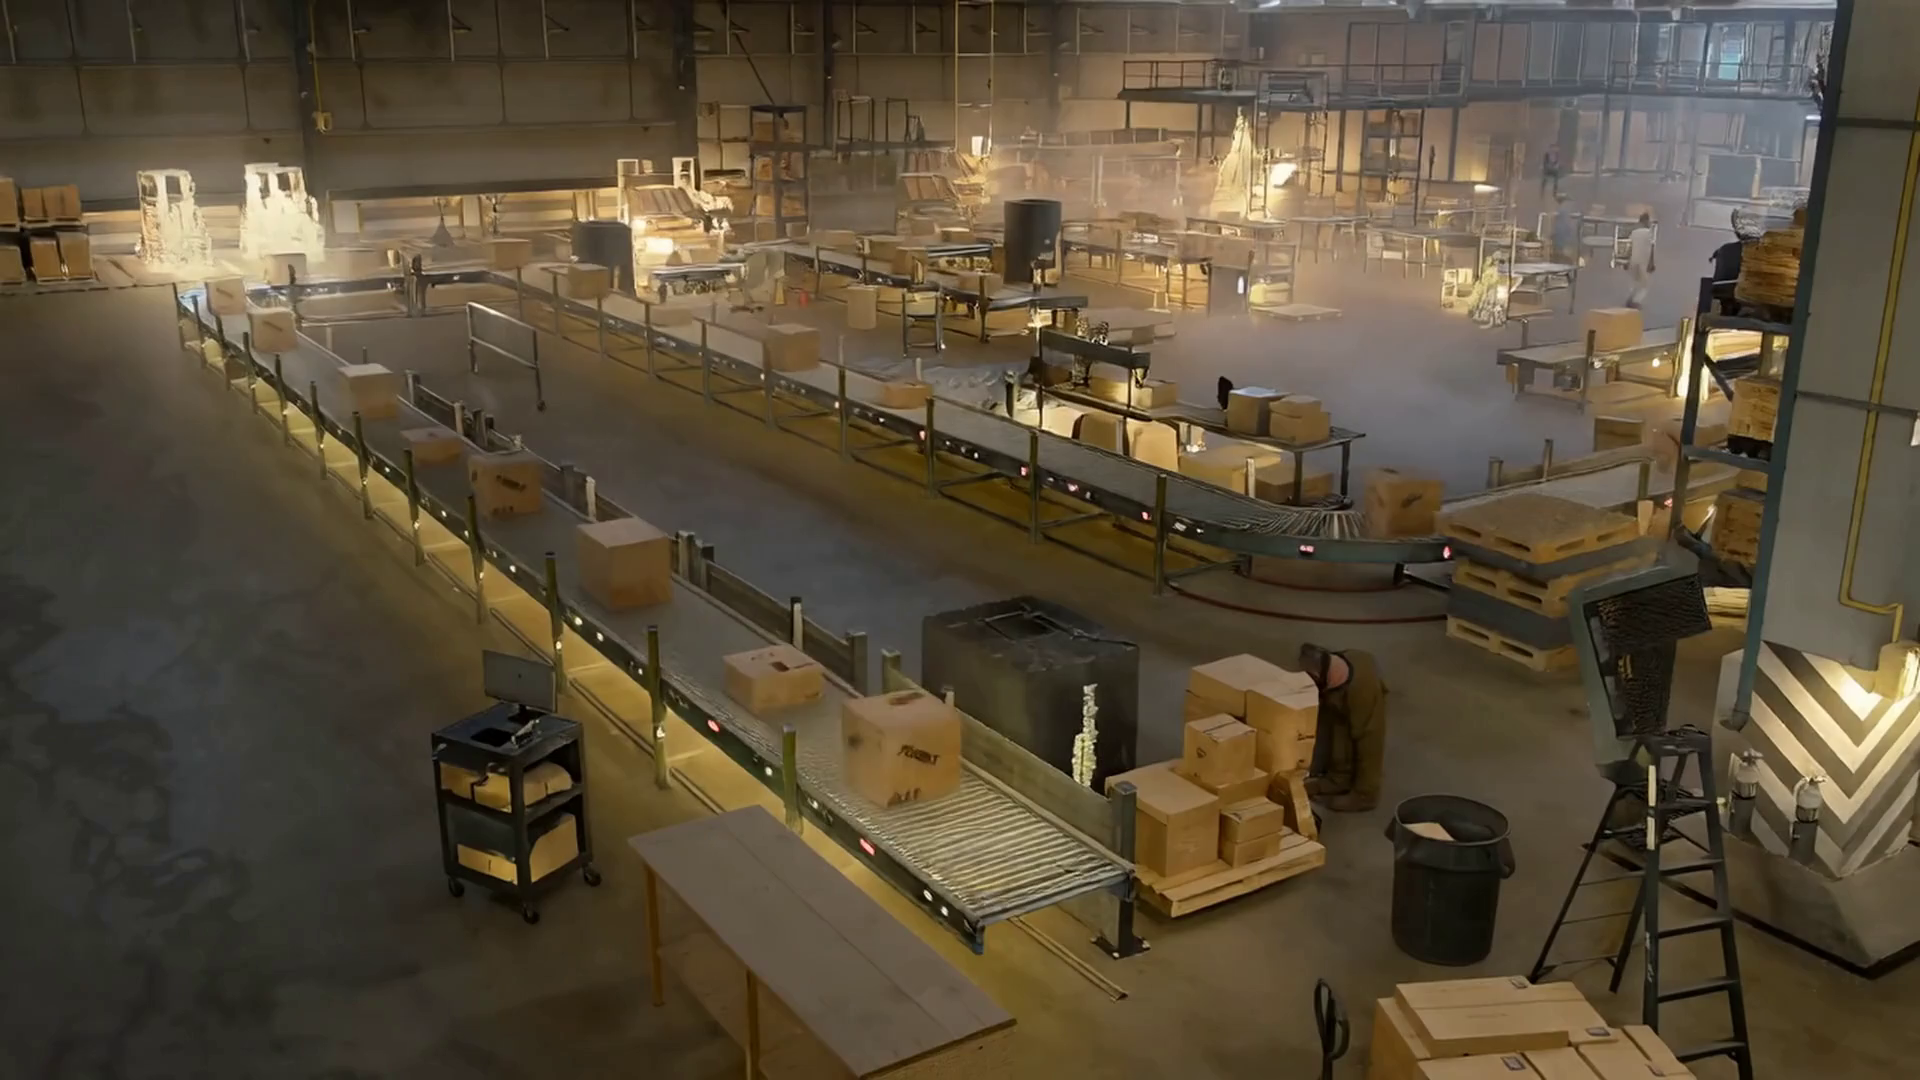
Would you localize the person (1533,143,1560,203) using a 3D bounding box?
[{"bbox_3d":[18.563,-11.564,52.452,0.609,1.839,0.943,-5,18,-17],"label":"person"}]

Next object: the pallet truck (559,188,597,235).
[{"bbox_3d":[-10.010,-8.652,43.699,0.653,1.274,1.630,-10,20,-31],"label":"pallet truck"}]

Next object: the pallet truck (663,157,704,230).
[{"bbox_3d":[-7.586,-9.308,44.692,0.823,1.965,1.885,-11,20,-33],"label":"pallet truck"}]

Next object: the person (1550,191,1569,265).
[{"bbox_3d":[13.367,-6.888,37.055,0.383,1.746,0.537,10,19,30],"label":"person"}]

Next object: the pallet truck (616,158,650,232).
[{"bbox_3d":[-8.918,-9.176,44.255,0.823,1.965,1.885,-9,19,-27],"label":"pallet truck"}]

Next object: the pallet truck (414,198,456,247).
[{"bbox_3d":[-13.250,-8.060,41.856,0.680,1.201,1.601,-10,20,-31],"label":"pallet truck"}]

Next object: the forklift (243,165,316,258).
[{"bbox_3d":[-15.898,-7.669,38.708,1.157,1.987,2.680,-11,20,-33],"label":"forklift"}]

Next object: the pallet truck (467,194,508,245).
[{"bbox_3d":[-11.983,-8.177,42.137,0.704,1.261,1.522,-11,20,-33],"label":"pallet truck"}]

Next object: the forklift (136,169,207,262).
[{"bbox_3d":[-17.842,-7.318,37.559,1.157,1.987,2.680,-10,20,-31],"label":"forklift"}]

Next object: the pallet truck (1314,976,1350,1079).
[{"bbox_3d":[2.299,2.390,7.086,1.601,1.201,0.680,-2,17,-7],"label":"pallet truck"}]

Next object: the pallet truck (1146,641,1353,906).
[{"bbox_3d":[1.664,1.407,10.232,1.630,1.274,0.653,-10,20,-31],"label":"pallet truck"}]

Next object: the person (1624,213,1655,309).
[{"bbox_3d":[12.779,-5.212,31.341,0.577,1.838,0.548,-12,21,-35],"label":"person"}]
